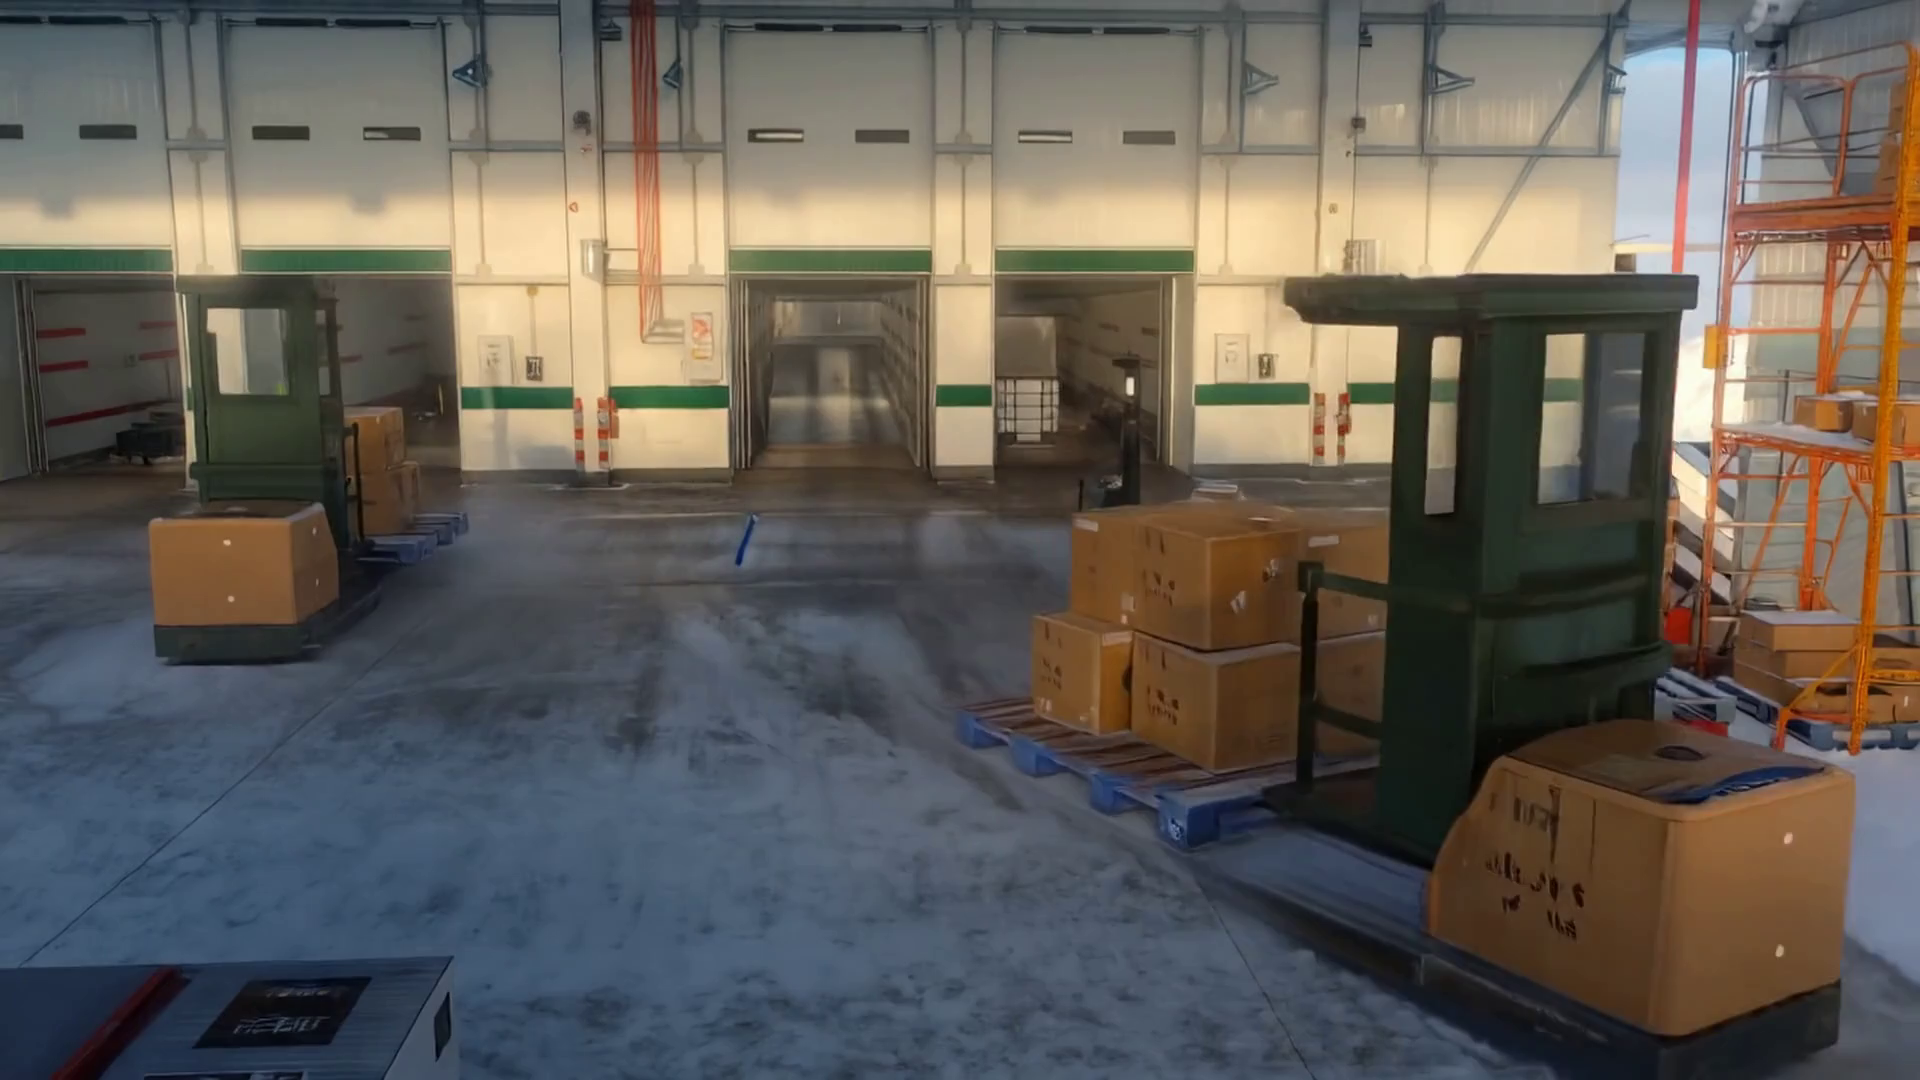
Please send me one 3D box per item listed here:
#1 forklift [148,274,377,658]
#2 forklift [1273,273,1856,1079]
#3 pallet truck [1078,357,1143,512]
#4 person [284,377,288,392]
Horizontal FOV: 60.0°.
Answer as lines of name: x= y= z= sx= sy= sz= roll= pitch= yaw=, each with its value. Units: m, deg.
forklift: x=-5.348 y=-0.627 z=12.681 sx=1.129 sy=2.768 sz=1.873 roll=-1 pitch=9 yaw=-4
forklift: x=2.283 y=0.388 z=6.309 sx=1.129 sy=2.768 sz=1.873 roll=-5 pitch=11 yaw=-30
pallet truck: x=2.088 y=-0.836 z=16.757 sx=1.885 sy=1.965 sz=0.823 roll=2 pitch=9 yaw=13
person: x=-8.324 y=-1.257 z=20.626 sx=0.754 sy=1.611 sz=0.524 roll=-2 pitch=9 yaw=-13
